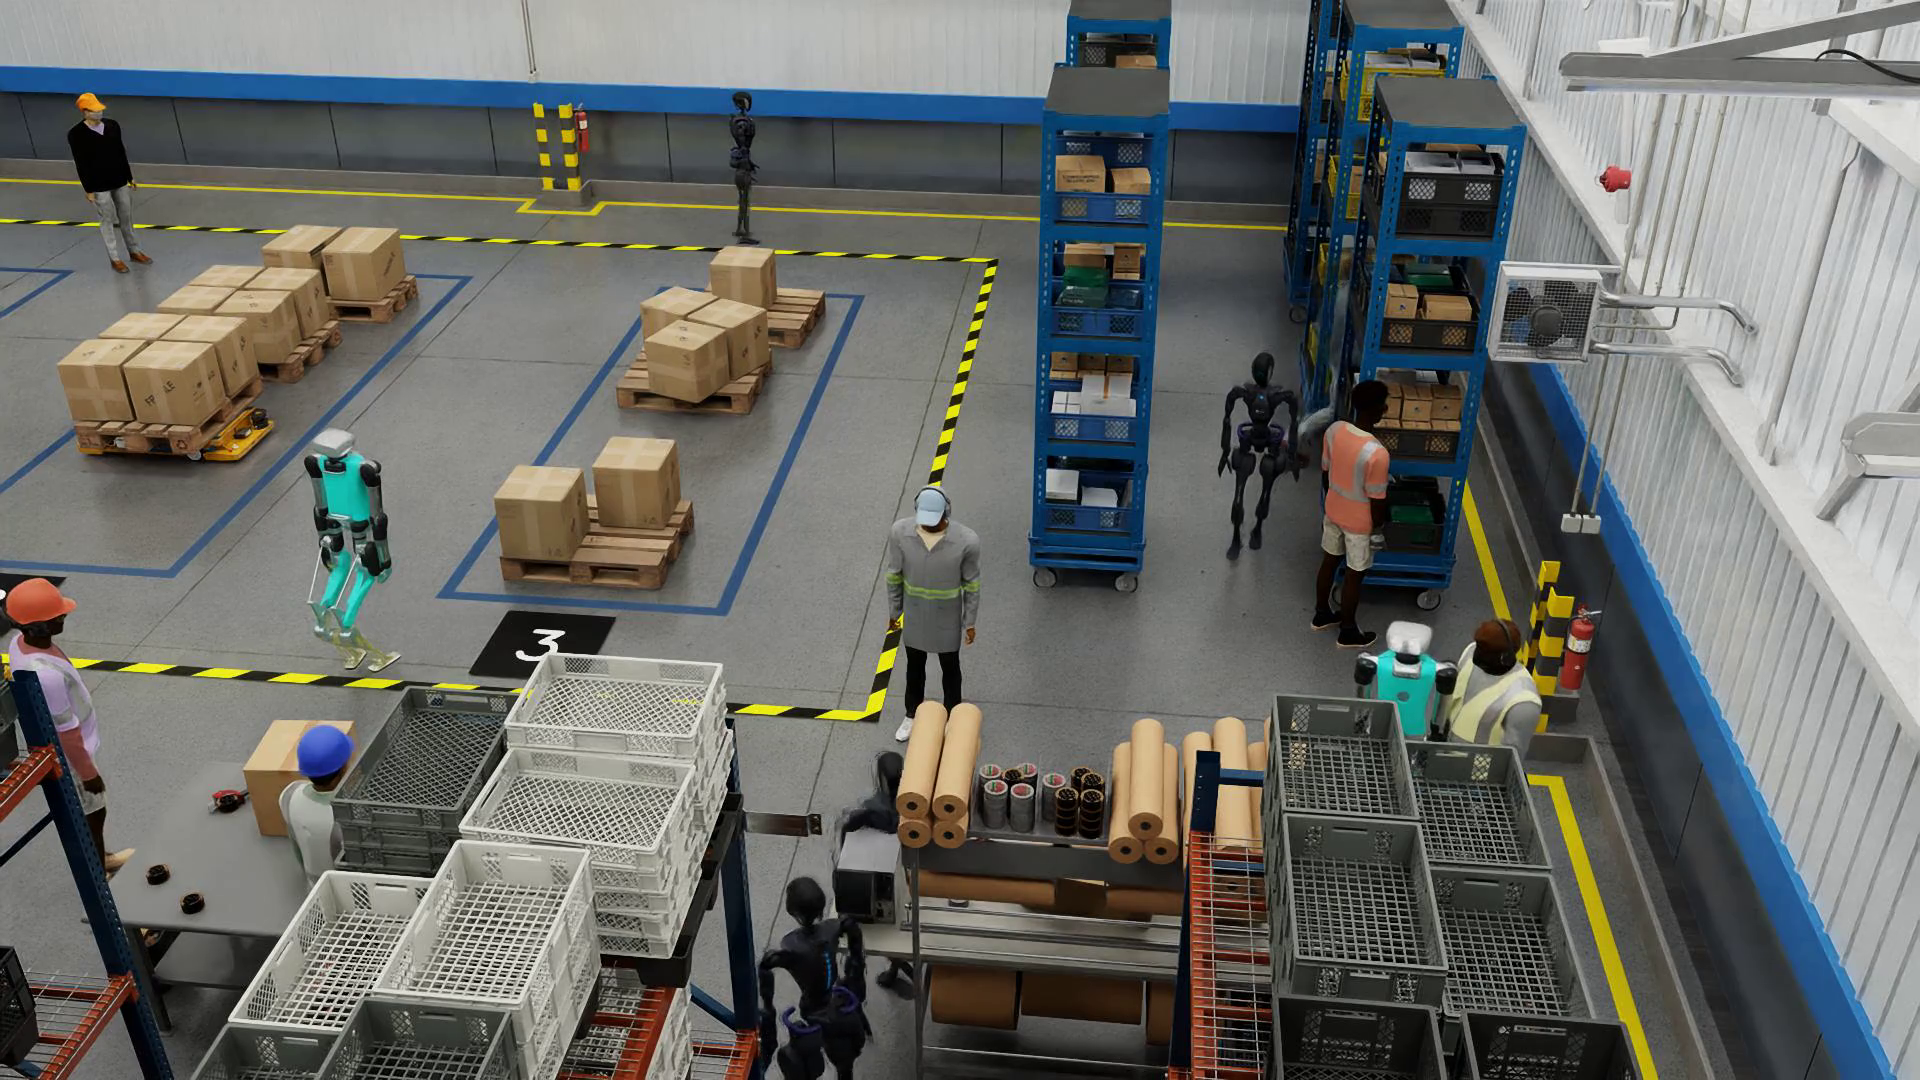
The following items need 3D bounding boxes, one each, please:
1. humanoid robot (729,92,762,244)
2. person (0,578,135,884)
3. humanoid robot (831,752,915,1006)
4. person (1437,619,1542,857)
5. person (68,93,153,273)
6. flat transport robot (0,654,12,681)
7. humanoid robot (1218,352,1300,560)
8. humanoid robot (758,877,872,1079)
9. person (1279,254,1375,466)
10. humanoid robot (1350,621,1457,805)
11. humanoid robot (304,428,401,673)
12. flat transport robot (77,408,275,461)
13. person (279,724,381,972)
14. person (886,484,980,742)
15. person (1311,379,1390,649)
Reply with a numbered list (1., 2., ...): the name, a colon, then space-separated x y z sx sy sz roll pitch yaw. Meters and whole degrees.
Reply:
1. humanoid robot: -2.415 -4.093 18.348 0.485 1.682 0.604 -1 30 -2
2. person: -4.795 1.101 9.030 0.396 2.035 0.601 -21 36 -31
3. humanoid robot: -0.372 1.707 8.354 0.592 1.640 0.394 -15 33 -23
4. person: 2.818 1.208 9.048 0.431 1.835 0.623 -8 31 -13
5. person: -8.980 -3.774 17.550 0.366 1.883 0.589 16 34 25
6. flat transport robot: -7.142 0.969 11.010 1.431 0.231 0.659 3 30 6
7. humanoid robot: 2.232 -0.631 12.363 0.611 1.646 0.518 6 31 11
8. humanoid robot: -0.633 2.221 7.453 0.590 1.639 0.388 -22 36 -32
9. person: 3.119 -1.435 13.514 0.921 1.911 0.628 7 31 12
10. humanoid robot: 2.404 1.146 9.264 0.539 1.817 0.663 7 31 12
11. humanoid robot: -4.049 0.153 10.817 0.533 1.677 0.735 9 31 15
12. flat transport robot: -6.728 -0.944 14.268 1.431 0.197 0.652 3 30 6
13. person: -2.920 1.716 8.057 0.613 1.946 0.388 16 34 25
14. person: -0.175 0.466 10.302 0.587 1.850 0.393 6 31 11
15. person: 2.676 -0.177 11.290 0.368 1.966 0.602 -14 33 -23
